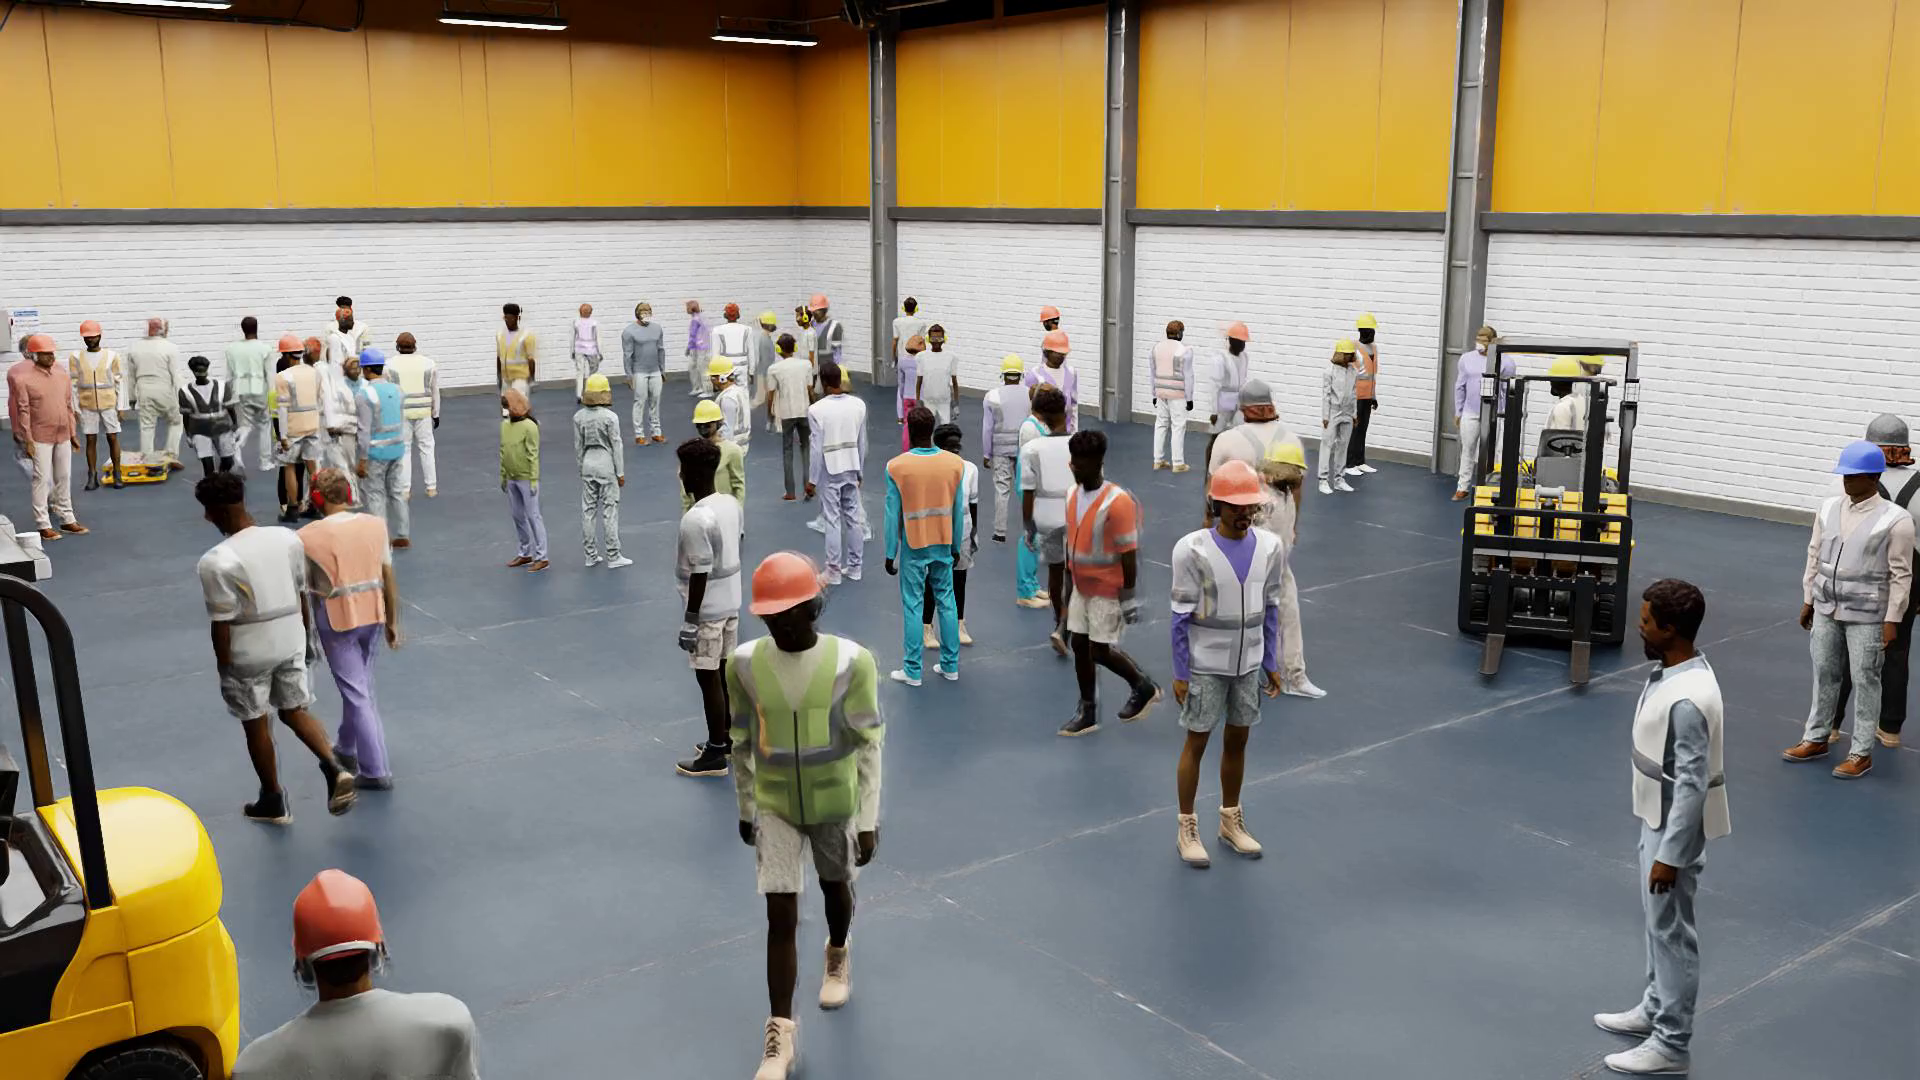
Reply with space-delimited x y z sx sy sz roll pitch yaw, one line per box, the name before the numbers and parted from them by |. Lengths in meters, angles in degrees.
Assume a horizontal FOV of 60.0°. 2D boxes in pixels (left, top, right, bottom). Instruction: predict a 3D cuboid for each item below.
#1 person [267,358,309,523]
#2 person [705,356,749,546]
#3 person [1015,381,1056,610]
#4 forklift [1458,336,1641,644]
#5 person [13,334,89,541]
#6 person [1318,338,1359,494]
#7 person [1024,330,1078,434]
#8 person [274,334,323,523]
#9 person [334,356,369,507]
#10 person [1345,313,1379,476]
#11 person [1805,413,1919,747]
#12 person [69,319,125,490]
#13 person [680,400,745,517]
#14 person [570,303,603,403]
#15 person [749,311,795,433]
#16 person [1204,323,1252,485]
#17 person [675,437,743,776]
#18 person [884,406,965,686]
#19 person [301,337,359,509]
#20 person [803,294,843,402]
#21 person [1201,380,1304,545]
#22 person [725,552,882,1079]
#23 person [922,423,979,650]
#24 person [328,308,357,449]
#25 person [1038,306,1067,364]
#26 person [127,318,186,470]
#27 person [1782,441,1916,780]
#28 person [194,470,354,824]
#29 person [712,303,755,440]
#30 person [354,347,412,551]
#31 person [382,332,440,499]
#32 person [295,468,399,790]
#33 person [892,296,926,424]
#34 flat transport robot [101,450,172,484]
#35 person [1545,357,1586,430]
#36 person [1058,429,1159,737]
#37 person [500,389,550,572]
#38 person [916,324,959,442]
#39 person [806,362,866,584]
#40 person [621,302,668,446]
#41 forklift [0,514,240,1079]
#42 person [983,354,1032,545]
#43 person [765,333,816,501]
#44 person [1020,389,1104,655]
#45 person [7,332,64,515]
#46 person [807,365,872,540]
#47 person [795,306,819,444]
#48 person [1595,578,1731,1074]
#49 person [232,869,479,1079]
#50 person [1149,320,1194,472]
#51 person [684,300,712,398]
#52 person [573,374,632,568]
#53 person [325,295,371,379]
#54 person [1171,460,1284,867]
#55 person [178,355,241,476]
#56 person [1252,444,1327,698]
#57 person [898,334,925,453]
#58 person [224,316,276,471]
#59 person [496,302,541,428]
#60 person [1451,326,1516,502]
person | -6.853 -1.037 17.078 0.320 1.698 0.531 3 12 15
person | -2.216 -0.847 15.866 0.403 1.821 0.602 -1 12 -3
person | 0.620 -0.368 13.493 0.329 1.842 0.509 3 12 13
forklift | 4.683 -0.471 13.136 1.214 2.155 2.313 4 12 20
person | -8.863 -1.006 16.202 0.375 1.997 0.612 4 12 19
person | 4.284 -1.396 18.700 0.487 1.744 0.314 -6 13 -26
person | 0.925 -1.052 16.363 0.610 2.030 0.409 -8 14 -33
person | -6.763 -1.139 17.025 0.408 1.929 0.569 7 14 31
person | -6.471 -1.154 17.823 0.532 1.629 0.362 -9 15 -38
person | 4.818 -1.745 19.932 0.360 1.930 0.587 11 16 43
person | 5.552 0.228 10.132 0.681 2.000 0.534 3 12 12
person | -9.782 -1.532 18.885 0.543 1.939 0.355 -5 13 -22
person | -1.924 -0.211 12.923 0.526 1.768 0.331 3 12 15
person | -6.055 -3.022 26.892 0.538 1.608 0.824 0 12 -1
person | -2.781 -2.328 23.254 0.837 1.736 0.524 0 12 -1
person | 3.113 -1.516 18.945 0.572 1.894 0.775 -9 15 -36
person | -1.452 0.380 9.581 0.368 1.967 0.602 3 12 13
person | -0.235 0.043 11.361 0.587 1.910 0.397 -6 13 -27
person | -6.794 -1.213 17.608 0.735 1.832 0.661 -3 12 -12
person | -1.859 -2.315 22.482 0.602 2.021 0.480 5 13 22
person | 2.163 -0.209 12.243 0.681 2.000 0.980 -3 12 -13
person | -0.602 1.017 6.463 0.619 1.984 1.053 1 12 3
person | -0.102 -0.029 12.234 0.530 1.688 0.324 -7 13 -29
person | -8.041 -2.085 21.737 0.368 1.872 0.592 1 12 5
person | 1.178 -2.038 21.352 0.374 1.927 0.542 3 12 15
person | -9.608 -1.721 19.943 0.799 1.868 0.697 1 12 6
person | 5.113 0.394 9.555 0.396 1.946 0.617 -6 13 -25
person | -3.562 0.590 8.657 0.663 1.929 0.675 7 14 30
person | -3.082 -2.287 22.659 0.579 1.882 0.342 -3 12 -16
person | -5.372 -0.817 15.417 0.410 1.945 0.615 5 13 22
person | -6.055 -1.370 18.335 0.636 1.841 0.429 -7 13 -30
person | -3.549 0.495 9.425 0.860 1.798 0.607 8 14 34
person | -0.747 -2.629 24.383 0.516 1.865 0.325 0 12 1
flat transport robot | -9.762 -0.881 19.786 0.652 0.197 1.431 -4 12 -19
person | 5.278 -0.645 14.626 0.374 1.928 0.584 7 14 32
person | 0.892 0.261 10.212 0.585 1.942 0.646 -7 14 -31
person | -3.905 -0.534 14.831 0.499 1.624 0.285 9 15 38
person | -0.264 -1.575 19.292 0.512 1.862 0.322 0 12 0
person | -1.055 -0.570 14.306 0.587 1.911 0.393 -10 16 -41
person | -4.212 -2.222 22.255 0.386 1.927 0.641 11 16 44
forklift | -3.687 1.115 5.480 2.313 2.155 1.214 -9 15 -36
person | 0.500 -0.861 15.902 0.586 1.833 0.403 -2 12 -9
person | -1.797 -1.318 18.065 0.588 1.851 0.578 -4 12 -20
person | 0.739 -0.137 12.183 0.632 1.932 0.885 3 12 15
person | -9.619 -1.200 17.341 0.427 1.916 0.641 6 13 26
person | -1.180 -0.855 16.191 0.901 1.690 0.503 8 14 35
person | -2.061 -2.229 22.462 0.343 1.856 0.526 -2 12 -12
person | 2.693 1.086 6.295 0.395 1.917 0.590 4 12 17
person | -1.397 1.655 3.969 0.572 1.734 0.597 -4 12 -20
person | 2.583 -1.743 20.163 0.429 1.837 0.629 -11 16 -42
person | -4.357 -3.143 27.440 0.533 1.615 0.519 -2 12 -11
person | -3.224 -0.620 14.950 0.486 1.745 0.295 5 13 22
person | -8.412 -2.376 22.890 0.602 1.967 0.367 -3 12 -13
person | 1.340 0.609 8.286 0.609 2.044 0.395 -4 12 -20
person | -7.980 -1.151 17.682 0.574 1.670 0.601 -7 14 -30
person | 2.075 0.183 11.234 0.501 1.682 0.933 -10 16 -41
person | -0.539 -1.714 20.506 0.498 1.632 0.289 8 14 34
person | -8.555 -1.739 20.009 0.607 1.897 0.689 0 12 2
person | -5.823 -2.178 21.971 0.611 1.944 0.654 6 13 29
person | 5.669 -1.356 18.044 0.627 1.936 0.375 7 14 32
